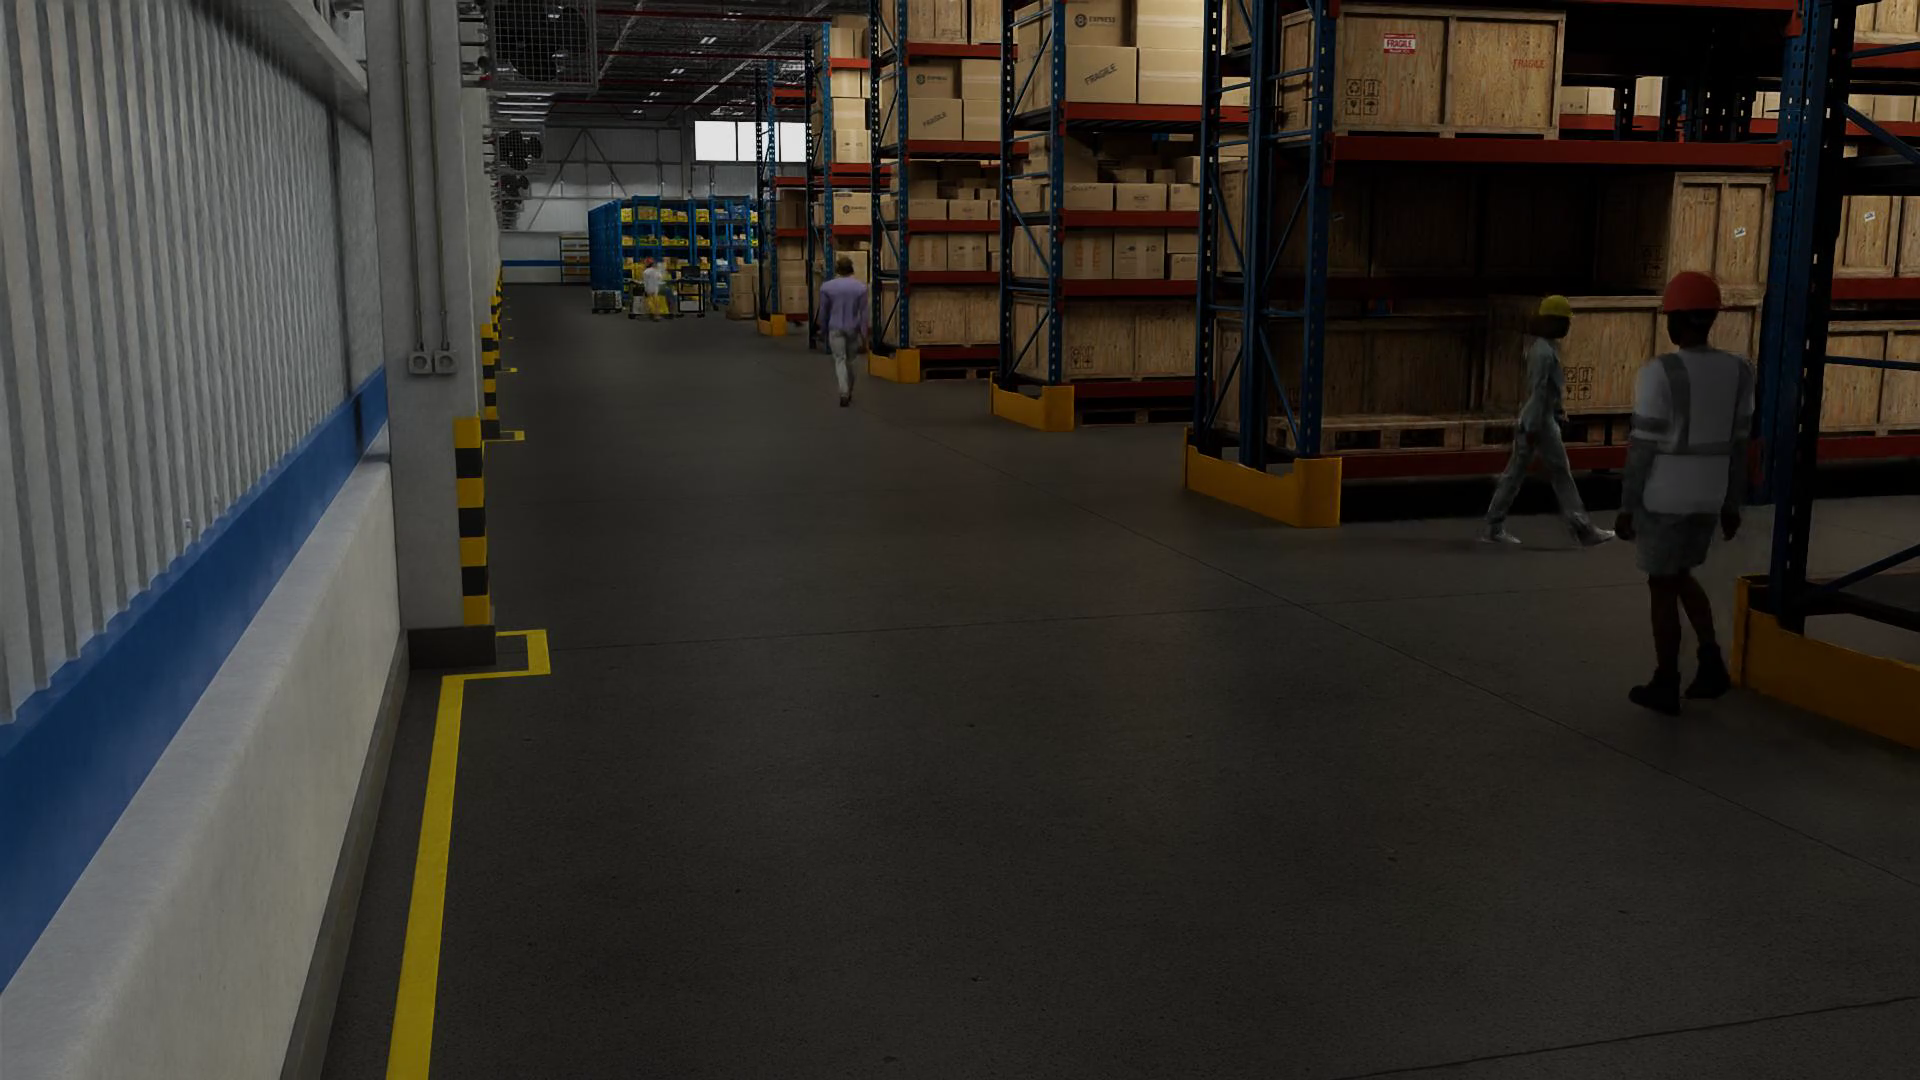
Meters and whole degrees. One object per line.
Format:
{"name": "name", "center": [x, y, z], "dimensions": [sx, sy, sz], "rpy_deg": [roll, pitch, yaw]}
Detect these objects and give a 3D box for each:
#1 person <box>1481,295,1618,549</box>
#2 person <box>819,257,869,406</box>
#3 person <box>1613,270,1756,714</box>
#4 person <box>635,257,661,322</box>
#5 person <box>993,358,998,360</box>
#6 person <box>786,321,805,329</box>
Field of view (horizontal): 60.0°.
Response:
{"name": "person", "center": [3.970, -0.780, 11.143], "dimensions": [0.896, 1.697, 0.492], "rpy_deg": [3, 10, 14]}
{"name": "person", "center": [-1.466, -2.665, 21.264], "dimensions": [0.623, 1.904, 0.998], "rpy_deg": [-2, 10, -14]}
{"name": "person", "center": [3.099, -0.191, 7.181], "dimensions": [0.541, 1.923, 0.391], "rpy_deg": [-3, 11, -19]}
{"name": "person", "center": [-8.340, -6.699, 44.569], "dimensions": [0.867, 1.714, 0.560], "rpy_deg": [8, 13, 40]}
{"name": "person", "center": [0.559, -4.093, 29.571], "dimensions": [0.617, 1.808, 0.470], "rpy_deg": [9, 13, 42]}
{"name": "person", "center": [-4.204, -6.182, 41.070], "dimensions": [0.640, 1.941, 1.037], "rpy_deg": [9, 14, 42]}
